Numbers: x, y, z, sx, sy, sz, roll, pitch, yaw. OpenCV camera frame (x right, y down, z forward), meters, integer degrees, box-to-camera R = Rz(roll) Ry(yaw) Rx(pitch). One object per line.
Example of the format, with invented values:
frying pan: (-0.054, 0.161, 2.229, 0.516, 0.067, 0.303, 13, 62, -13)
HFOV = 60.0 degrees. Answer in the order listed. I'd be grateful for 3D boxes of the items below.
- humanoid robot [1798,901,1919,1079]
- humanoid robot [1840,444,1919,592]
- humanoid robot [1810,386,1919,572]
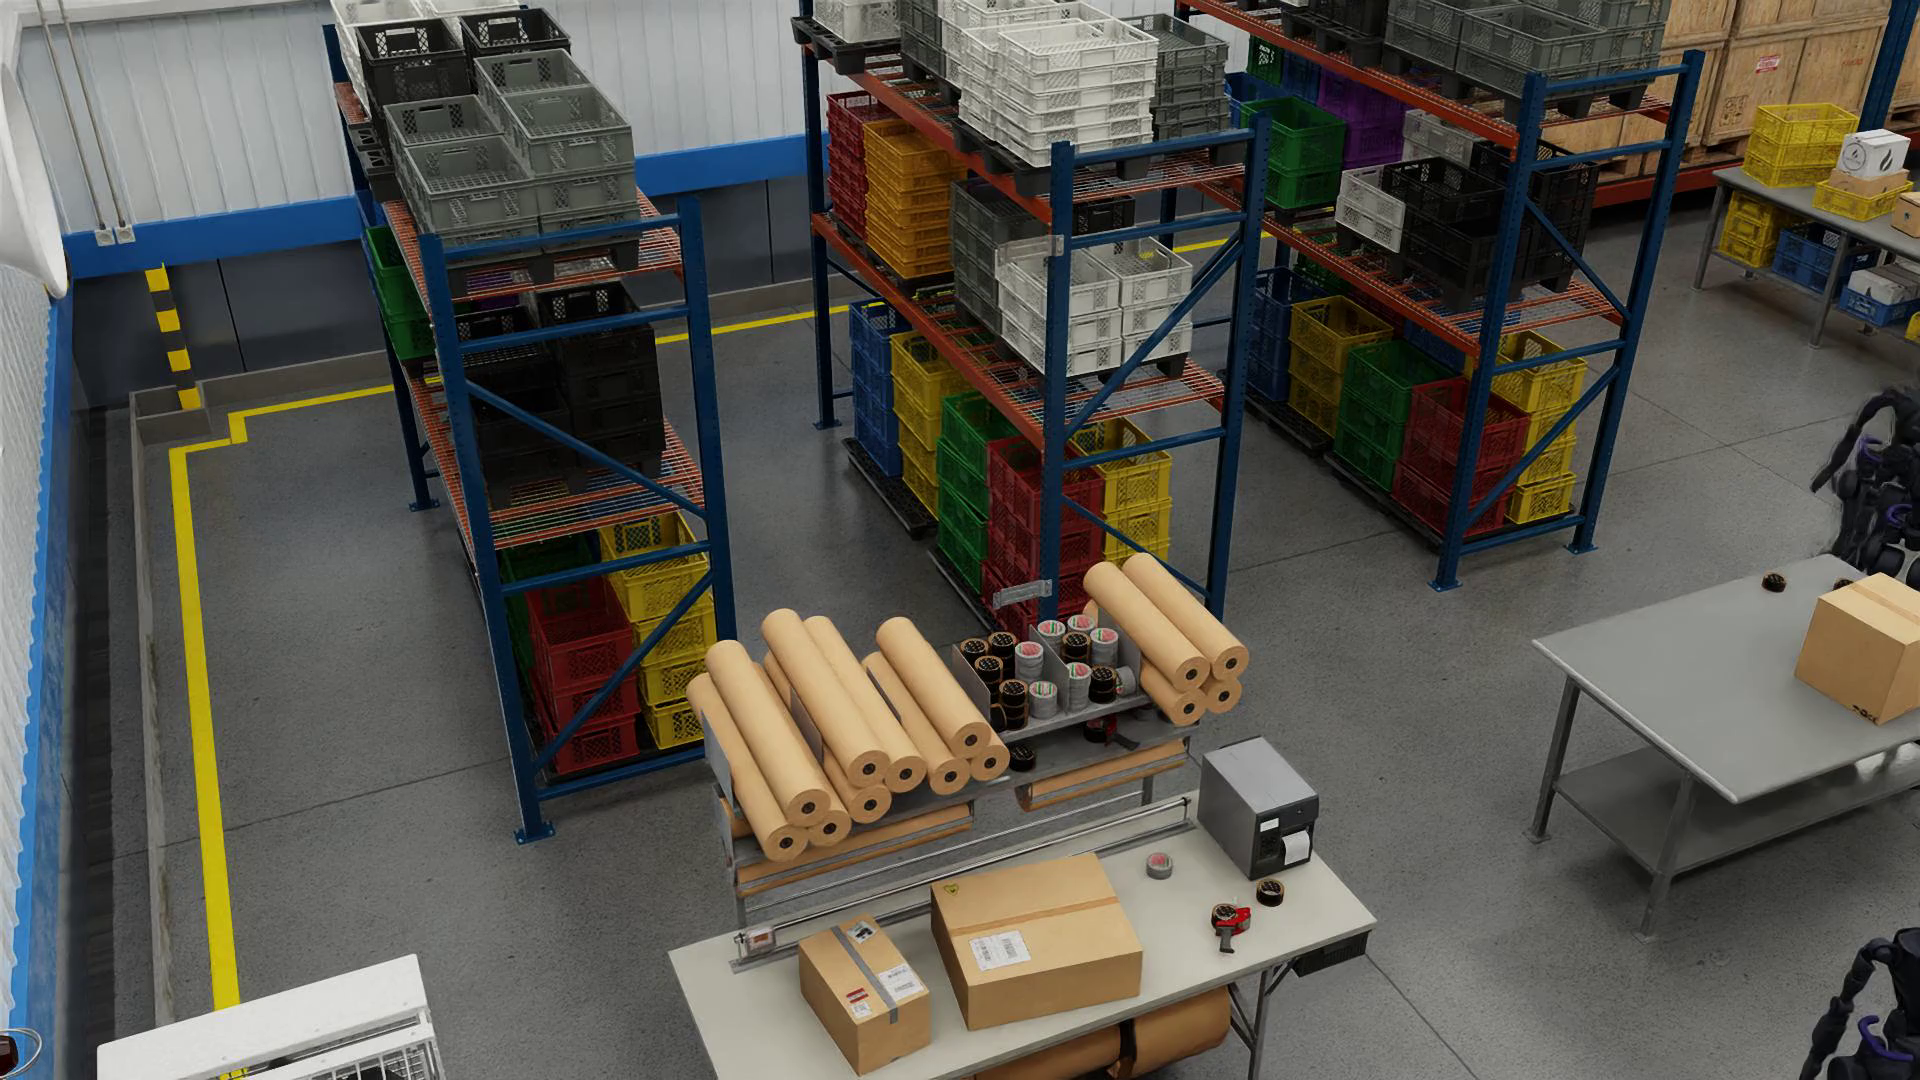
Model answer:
humanoid robot: (3.221, 1.785, 5.725, 0.581, 1.652, 0.337, 0, 32, 0)
humanoid robot: (4.868, 0.061, 8.516, 0.609, 1.656, 0.315, 27, 40, 36)
humanoid robot: (5.072, -0.302, 9.147, 0.649, 1.627, 0.488, 10, 33, 16)
